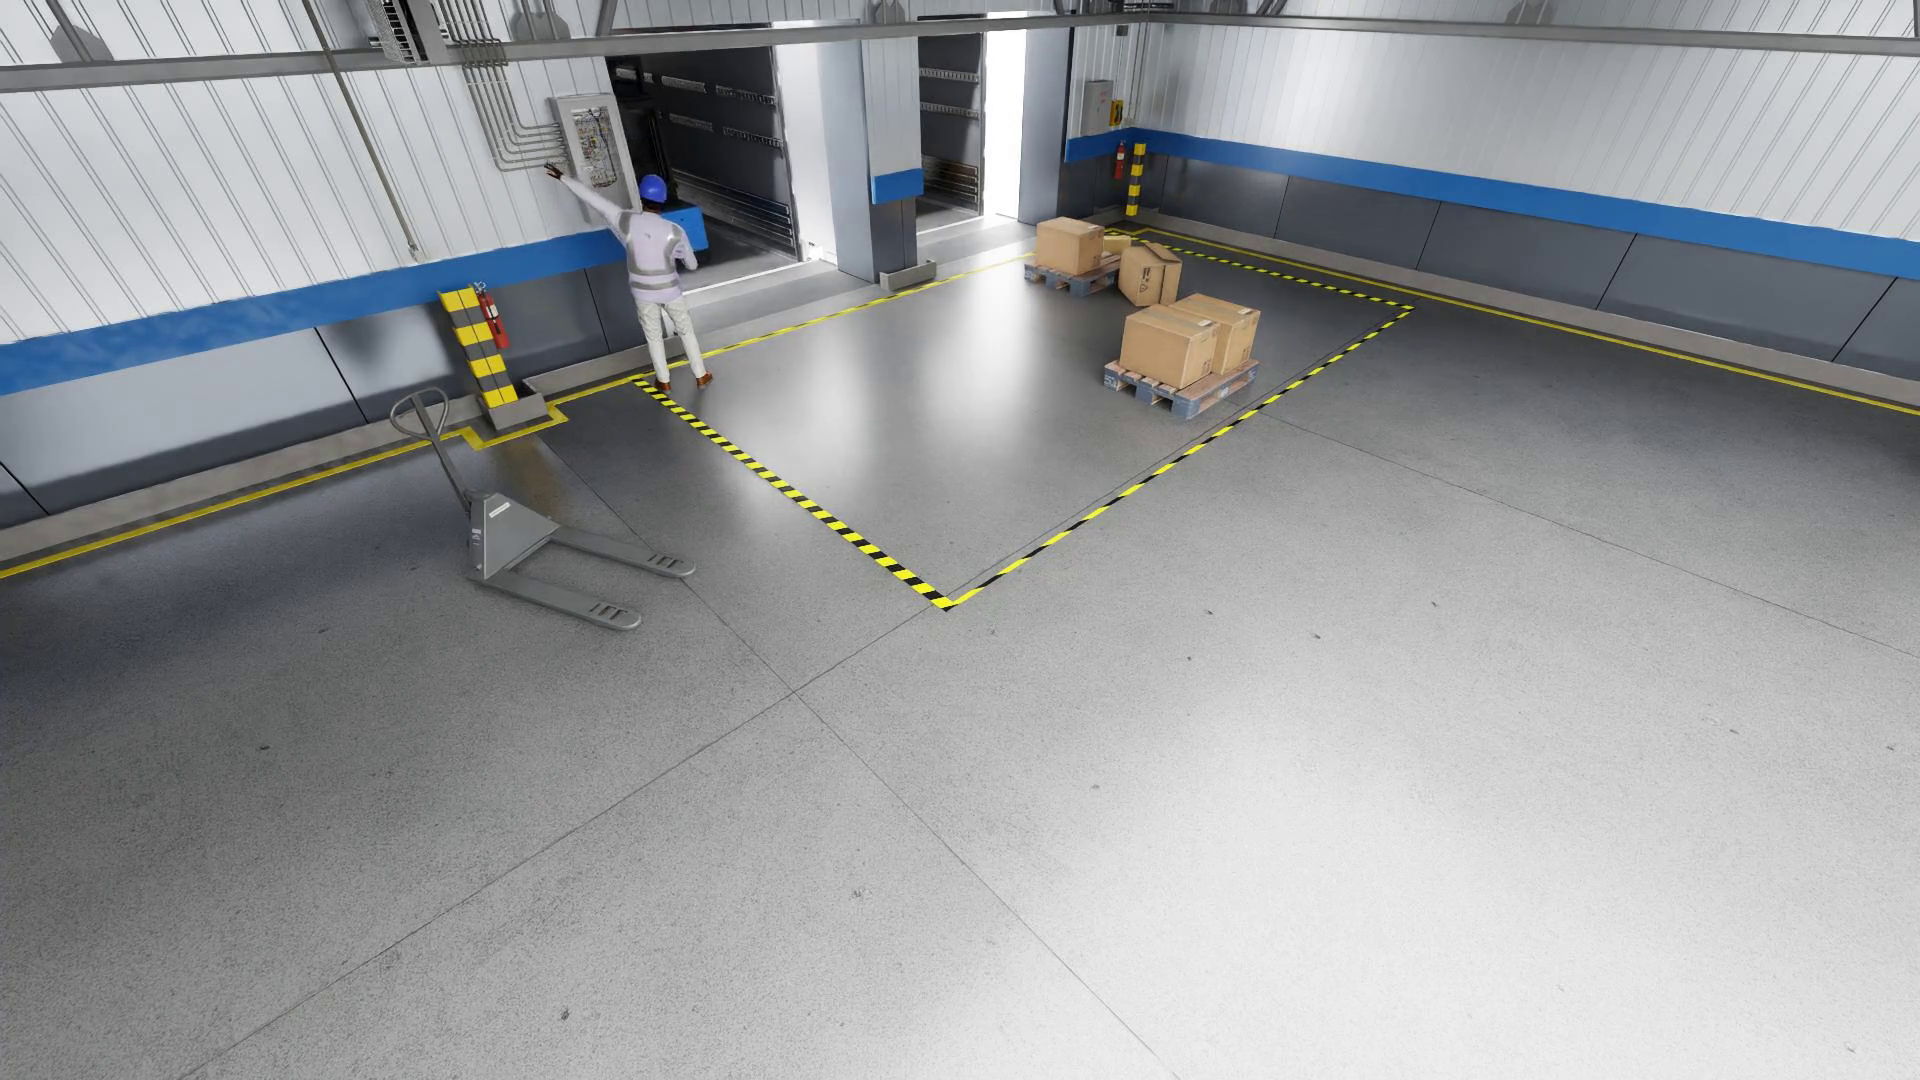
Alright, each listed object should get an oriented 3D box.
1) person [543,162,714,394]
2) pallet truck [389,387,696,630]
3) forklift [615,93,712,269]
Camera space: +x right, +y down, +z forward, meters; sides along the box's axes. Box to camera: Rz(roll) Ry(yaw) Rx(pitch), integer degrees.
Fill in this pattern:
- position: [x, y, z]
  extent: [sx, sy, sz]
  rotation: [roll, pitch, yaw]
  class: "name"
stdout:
- position: [-2.934, -2.347, 6.710]
  extent: [1.084, 1.977, 0.681]
  rotation: [-10, 39, -13]
  class: "person"
- position: [-2.613, -0.247, 4.593]
  extent: [1.601, 1.201, 0.680]
  rotation: [14, 40, 17]
  class: "pallet truck"
- position: [-4.006, -4.707, 9.707]
  extent: [0.716, 2.013, 0.776]
  rotation: [-30, 47, -33]
  class: "forklift"
